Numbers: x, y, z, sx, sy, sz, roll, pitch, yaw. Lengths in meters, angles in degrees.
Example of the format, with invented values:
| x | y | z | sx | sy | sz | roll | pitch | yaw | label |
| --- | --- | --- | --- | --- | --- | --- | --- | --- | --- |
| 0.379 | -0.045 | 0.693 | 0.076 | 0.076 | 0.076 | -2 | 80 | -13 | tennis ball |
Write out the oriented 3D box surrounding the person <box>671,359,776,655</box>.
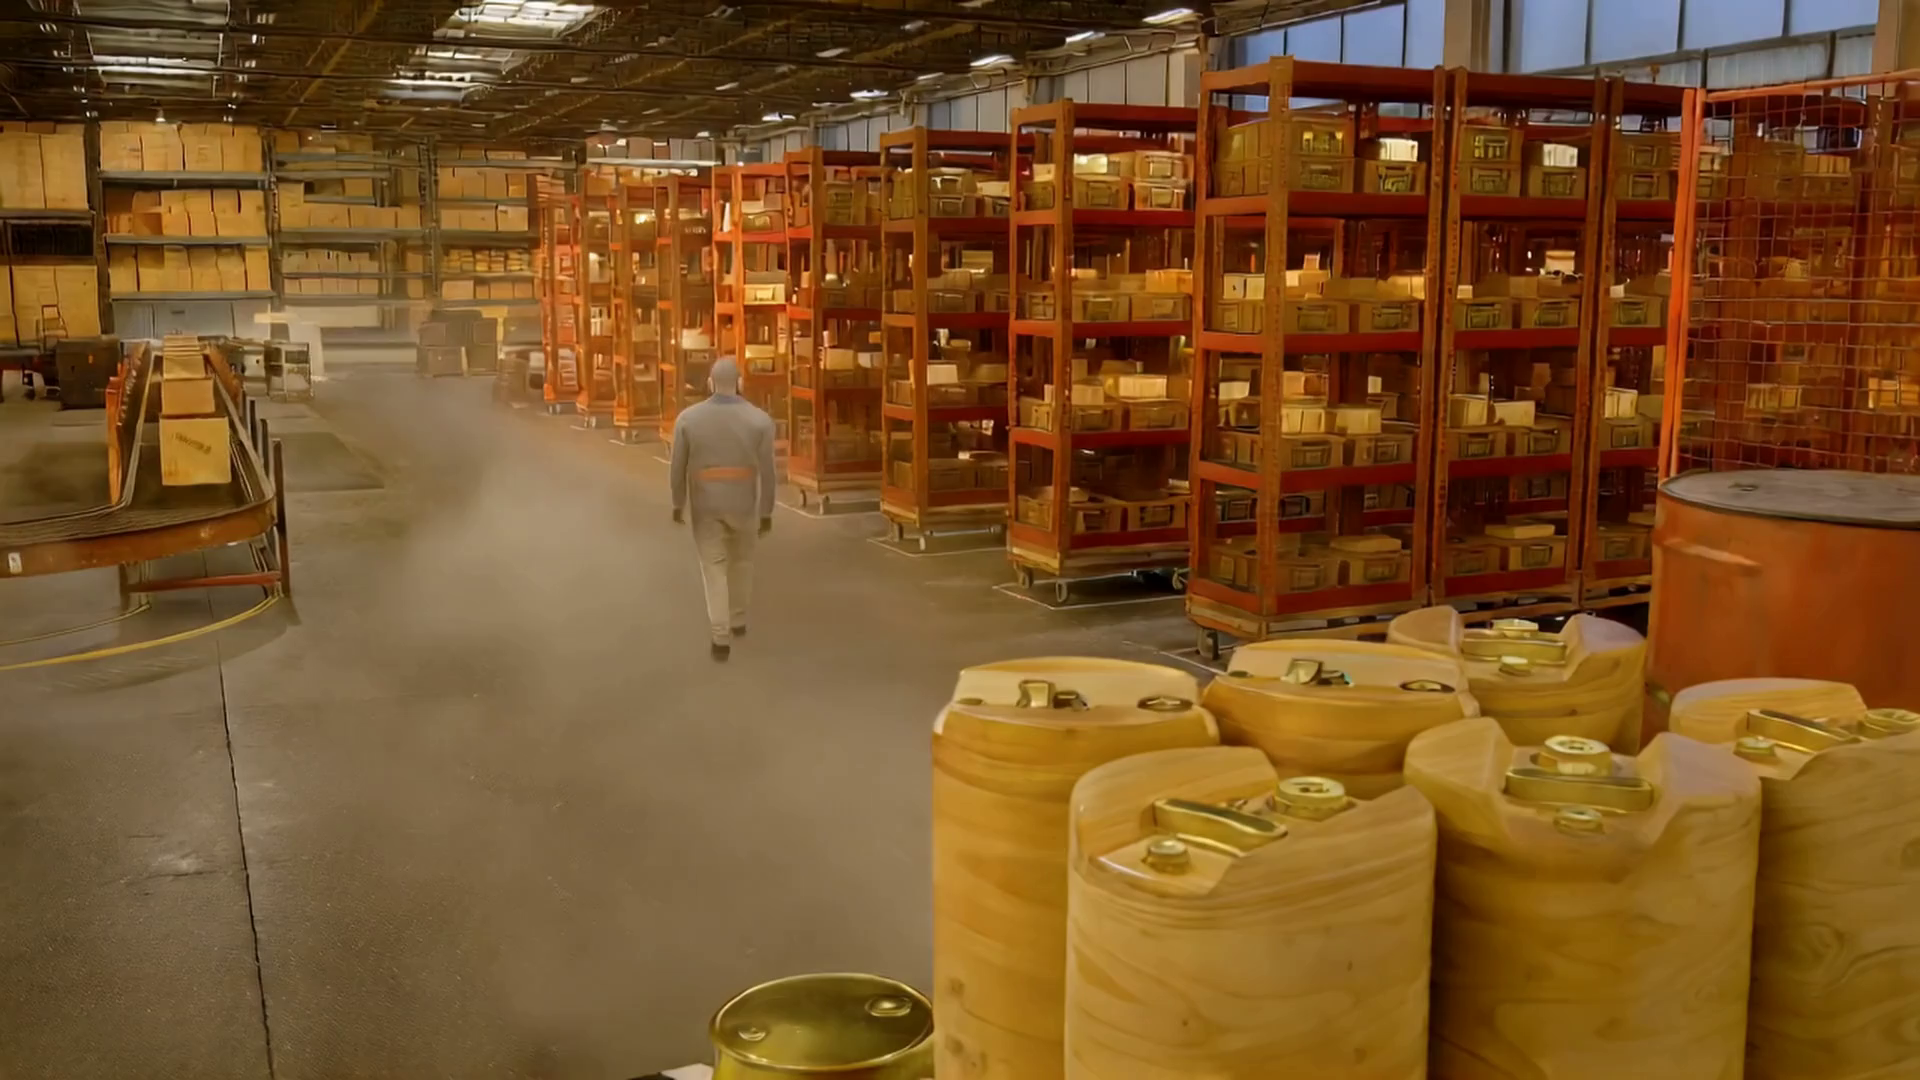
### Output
| x | y | z | sx | sy | sz | roll | pitch | yaw | label |
| --- | --- | --- | --- | --- | --- | --- | --- | --- | --- |
| -1.515 | -0.224 | 10.654 | 0.654 | 1.853 | 0.996 | -2 | 9 | -11 | person |

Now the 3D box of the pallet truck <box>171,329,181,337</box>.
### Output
| x | y | z | sx | sy | sz | roll | pitch | yaw | label |
| --- | --- | --- | --- | --- | --- | --- | --- | --- | --- |
| -17.275 | -3.851 | 35.096 | 1.601 | 1.201 | 0.680 | 0 | 9 | 1 | pallet truck |

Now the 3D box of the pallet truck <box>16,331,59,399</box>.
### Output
| x | y | z | sx | sy | sz | roll | pitch | yaw | label |
| --- | --- | --- | --- | --- | --- | --- | --- | --- | --- |
| -17.082 | -3.353 | 31.781 | 1.630 | 1.274 | 0.653 | -4 | 10 | -25 | pallet truck |

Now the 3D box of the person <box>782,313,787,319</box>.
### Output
| x | y | z | sx | sy | sz | roll | pitch | yaw | label |
| --- | --- | --- | --- | --- | --- | --- | --- | --- | --- |
| -4.634 | -5.967 | 45.901 | 0.607 | 1.987 | 0.416 | -6 | 11 | -34 | person |
